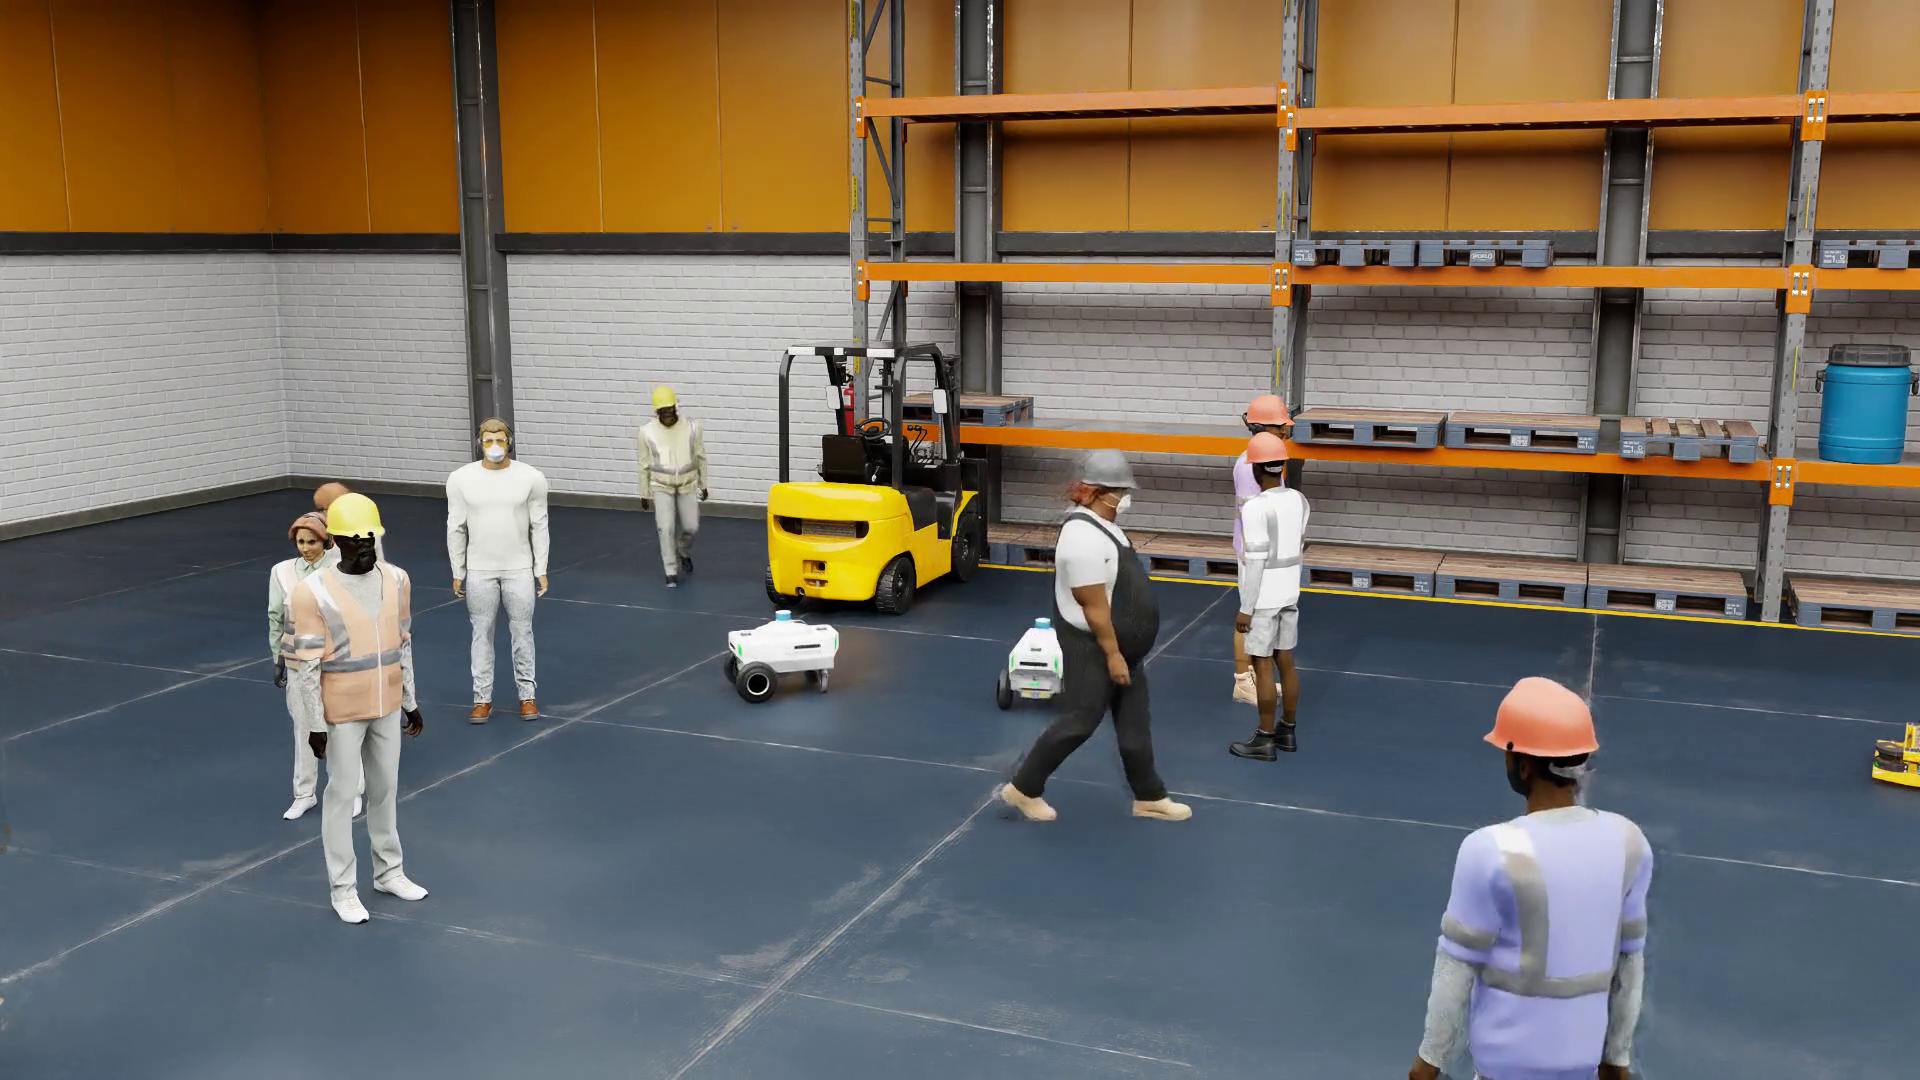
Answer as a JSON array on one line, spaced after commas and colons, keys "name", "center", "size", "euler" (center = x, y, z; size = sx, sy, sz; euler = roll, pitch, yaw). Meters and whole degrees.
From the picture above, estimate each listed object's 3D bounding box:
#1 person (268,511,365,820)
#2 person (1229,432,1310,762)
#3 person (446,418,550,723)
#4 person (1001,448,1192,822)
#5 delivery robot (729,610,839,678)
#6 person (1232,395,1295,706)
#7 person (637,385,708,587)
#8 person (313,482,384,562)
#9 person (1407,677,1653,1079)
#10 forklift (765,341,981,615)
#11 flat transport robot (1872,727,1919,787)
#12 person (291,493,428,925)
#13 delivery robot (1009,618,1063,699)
[{"name": "person", "center": [-3.368, 0.660, 8.761], "size": [0.511, 1.640, 0.309], "euler": [0, 10, -2]}, {"name": "person", "center": [1.797, 0.332, 9.774], "size": [0.548, 1.931, 0.381], "euler": [-10, 14, -44]}, {"name": "person", "center": [-2.911, 0.193, 10.531], "size": [0.630, 1.940, 0.371], "euler": [-2, 10, -13]}, {"name": "person", "center": [0.698, 0.483, 8.631], "size": [0.948, 2.000, 0.686], "euler": [3, 11, 16]}, {"name": "delivery robot", "center": [-1.182, 0.718, 11.200], "size": [0.707, 0.478, 0.477], "euler": [-3, 11, -18]}, {"name": "person", "center": [1.995, 0.063, 10.961], "size": [0.371, 2.044, 0.608], "euler": [4, 11, 23]}, {"name": "person", "center": [-2.535, -0.483, 14.681], "size": [0.613, 1.800, 0.582], "euler": [-3, 11, -18]}, {"name": "person", "center": [-3.772, 0.434, 10.080], "size": [0.615, 1.604, 0.537], "euler": [7, 12, 34]}, {"name": "person", "center": [1.485, 1.307, 4.395], "size": [0.549, 1.919, 0.536], "euler": [-5, 11, -25]}, {"name": "forklift", "center": [-0.739, -0.602, 14.246], "size": [1.214, 2.155, 2.313], "euler": [4, 11, 21]}, {"name": "flat transport robot", "center": [5.885, 1.263, 9.213], "size": [1.431, 0.197, 0.652], "euler": [6, 12, 30]}, {"name": "person", "center": [-2.692, 0.741, 7.508], "size": [0.362, 1.928, 0.587], "euler": [7, 12, 33]}, {"name": "delivery robot", "center": [0.545, 0.758, 10.961], "size": [0.477, 0.478, 0.707], "euler": [2, 10, 12]}]
